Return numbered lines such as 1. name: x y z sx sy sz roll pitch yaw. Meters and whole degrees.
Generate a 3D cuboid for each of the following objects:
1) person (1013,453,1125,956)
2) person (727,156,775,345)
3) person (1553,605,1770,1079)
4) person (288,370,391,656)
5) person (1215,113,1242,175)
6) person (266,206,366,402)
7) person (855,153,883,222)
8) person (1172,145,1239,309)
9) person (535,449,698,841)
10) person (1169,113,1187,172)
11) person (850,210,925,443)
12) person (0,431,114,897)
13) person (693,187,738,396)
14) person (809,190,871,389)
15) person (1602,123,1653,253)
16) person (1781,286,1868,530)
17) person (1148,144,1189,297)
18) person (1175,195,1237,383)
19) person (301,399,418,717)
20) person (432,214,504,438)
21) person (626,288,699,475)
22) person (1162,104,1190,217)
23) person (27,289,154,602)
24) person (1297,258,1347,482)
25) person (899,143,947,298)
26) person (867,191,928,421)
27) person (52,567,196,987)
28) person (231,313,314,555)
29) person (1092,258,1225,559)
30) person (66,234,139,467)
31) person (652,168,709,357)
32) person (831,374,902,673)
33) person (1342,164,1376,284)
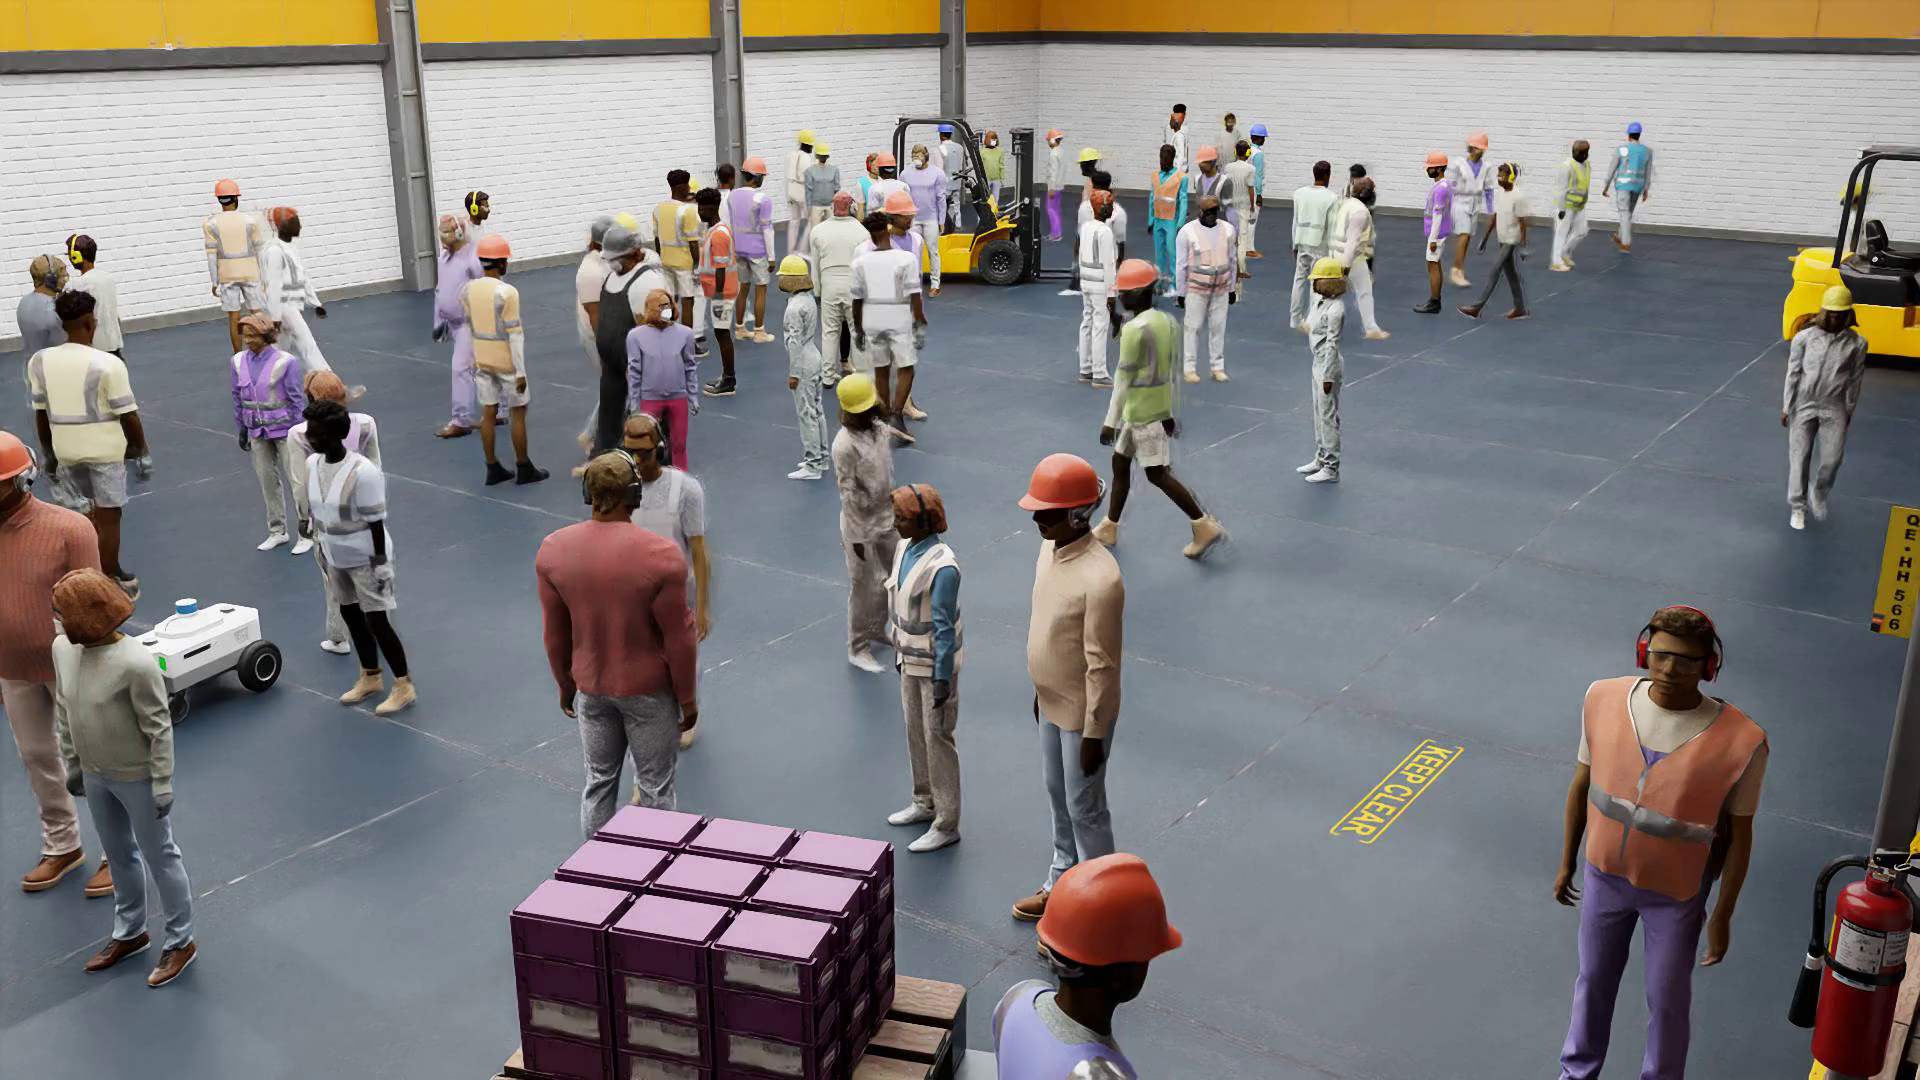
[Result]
1. person: 0.411 0.630 6.382 0.405 1.986 0.613 -6 19 -18
2. person: -2.243 -3.149 18.135 0.615 2.029 0.409 13 22 34
3. person: 2.160 1.069 5.221 0.568 1.849 0.386 16 24 41
4. person: -3.487 -0.152 9.386 0.512 1.638 0.307 -15 23 -39
5. person: 4.704 -6.644 29.455 0.559 1.798 0.948 -2 18 -7
6. person: -5.975 -2.106 15.160 0.982 1.835 0.574 -4 18 -13
7. person: -1.072 -3.864 20.658 0.390 1.846 0.565 13 22 35
8. person: 3.131 -3.841 20.406 1.097 1.978 0.654 -15 23 -39
9. person: -1.327 0.588 6.592 0.627 1.934 0.372 4 18 12
10. person: 3.649 -6.223 27.974 0.337 1.882 0.585 1 18 5
11. person: -0.635 -1.782 14.027 0.679 1.922 0.674 5 18 14
12. person: -3.747 0.507 6.778 0.627 1.980 0.408 2 18 5
13. person: -2.296 -2.353 15.762 0.385 1.955 0.608 -3 18 -10
14. person: -1.109 -2.397 15.996 0.638 1.899 0.397 2 18 6
15. person: 10.088 -5.360 25.262 0.607 1.895 0.996 -2 18 -7
16. person: 6.001 -0.912 11.612 0.488 1.731 0.362 7 19 21
17. person: 2.641 -4.065 21.170 0.381 1.917 0.594 -14 23 -38
18. person: 2.409 -2.449 16.261 0.639 1.830 0.429 -5 18 -15
19. person: -3.127 0.089 8.572 0.537 1.677 0.345 10 20 28
20. person: -4.329 -1.826 14.229 0.858 1.869 0.666 -17 24 -42
21. person: -2.149 -1.014 12.082 0.507 1.636 0.272 -6 19 -17
22. person: 3.800 -6.659 29.206 0.374 1.966 0.608 -11 21 -32
23. person: -5.246 -0.563 10.179 0.651 1.936 0.664 3 18 9
24. person: 2.809 -1.315 12.868 0.329 1.734 0.481 1 18 2
25. person: -0.479 -4.050 21.115 0.635 1.929 0.383 6 19 17
26. person: -0.518 -2.027 14.593 0.373 2.044 0.608 16 24 40
27. person: -3.122 0.877 6.174 0.500 1.632 0.286 7 19 22
28. person: -4.605 -0.713 11.151 0.520 1.631 0.319 4 18 13
29. person: 1.287 -0.856 11.020 1.026 2.006 0.622 7 19 21
30. person: -6.844 -1.495 13.239 0.324 1.854 0.530 1 18 4
31. person: -2.937 -2.900 17.447 0.614 1.963 0.362 13 22 36
32. person: -0.509 -0.097 9.123 0.357 1.705 0.620 10 20 27
33. person: 5.200 -4.097 21.739 0.528 1.632 0.900 17 24 42
